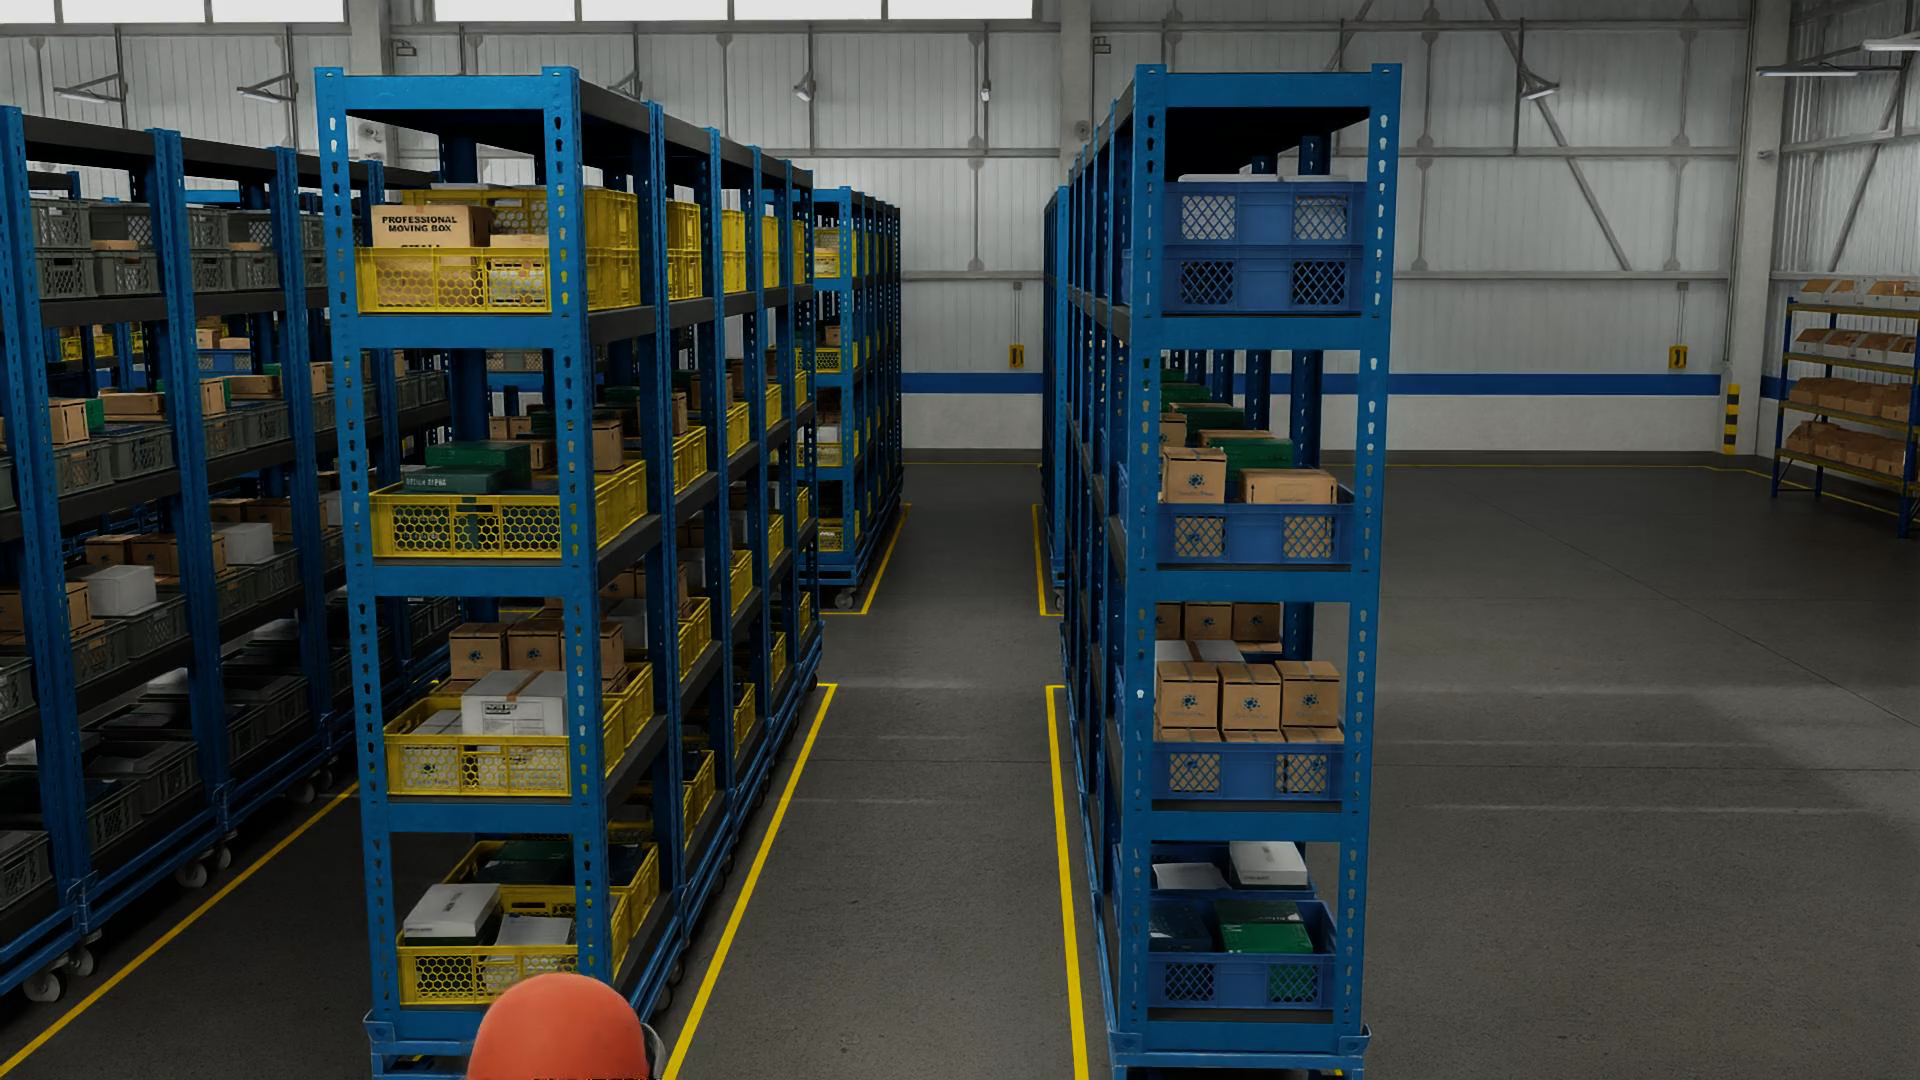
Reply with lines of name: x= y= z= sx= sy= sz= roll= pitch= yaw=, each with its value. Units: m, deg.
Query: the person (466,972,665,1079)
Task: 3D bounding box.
person: x=-0.569 y=1.611 z=2.579 sx=0.612 sy=1.994 sz=0.395 roll=7 pitch=12 yaw=37
